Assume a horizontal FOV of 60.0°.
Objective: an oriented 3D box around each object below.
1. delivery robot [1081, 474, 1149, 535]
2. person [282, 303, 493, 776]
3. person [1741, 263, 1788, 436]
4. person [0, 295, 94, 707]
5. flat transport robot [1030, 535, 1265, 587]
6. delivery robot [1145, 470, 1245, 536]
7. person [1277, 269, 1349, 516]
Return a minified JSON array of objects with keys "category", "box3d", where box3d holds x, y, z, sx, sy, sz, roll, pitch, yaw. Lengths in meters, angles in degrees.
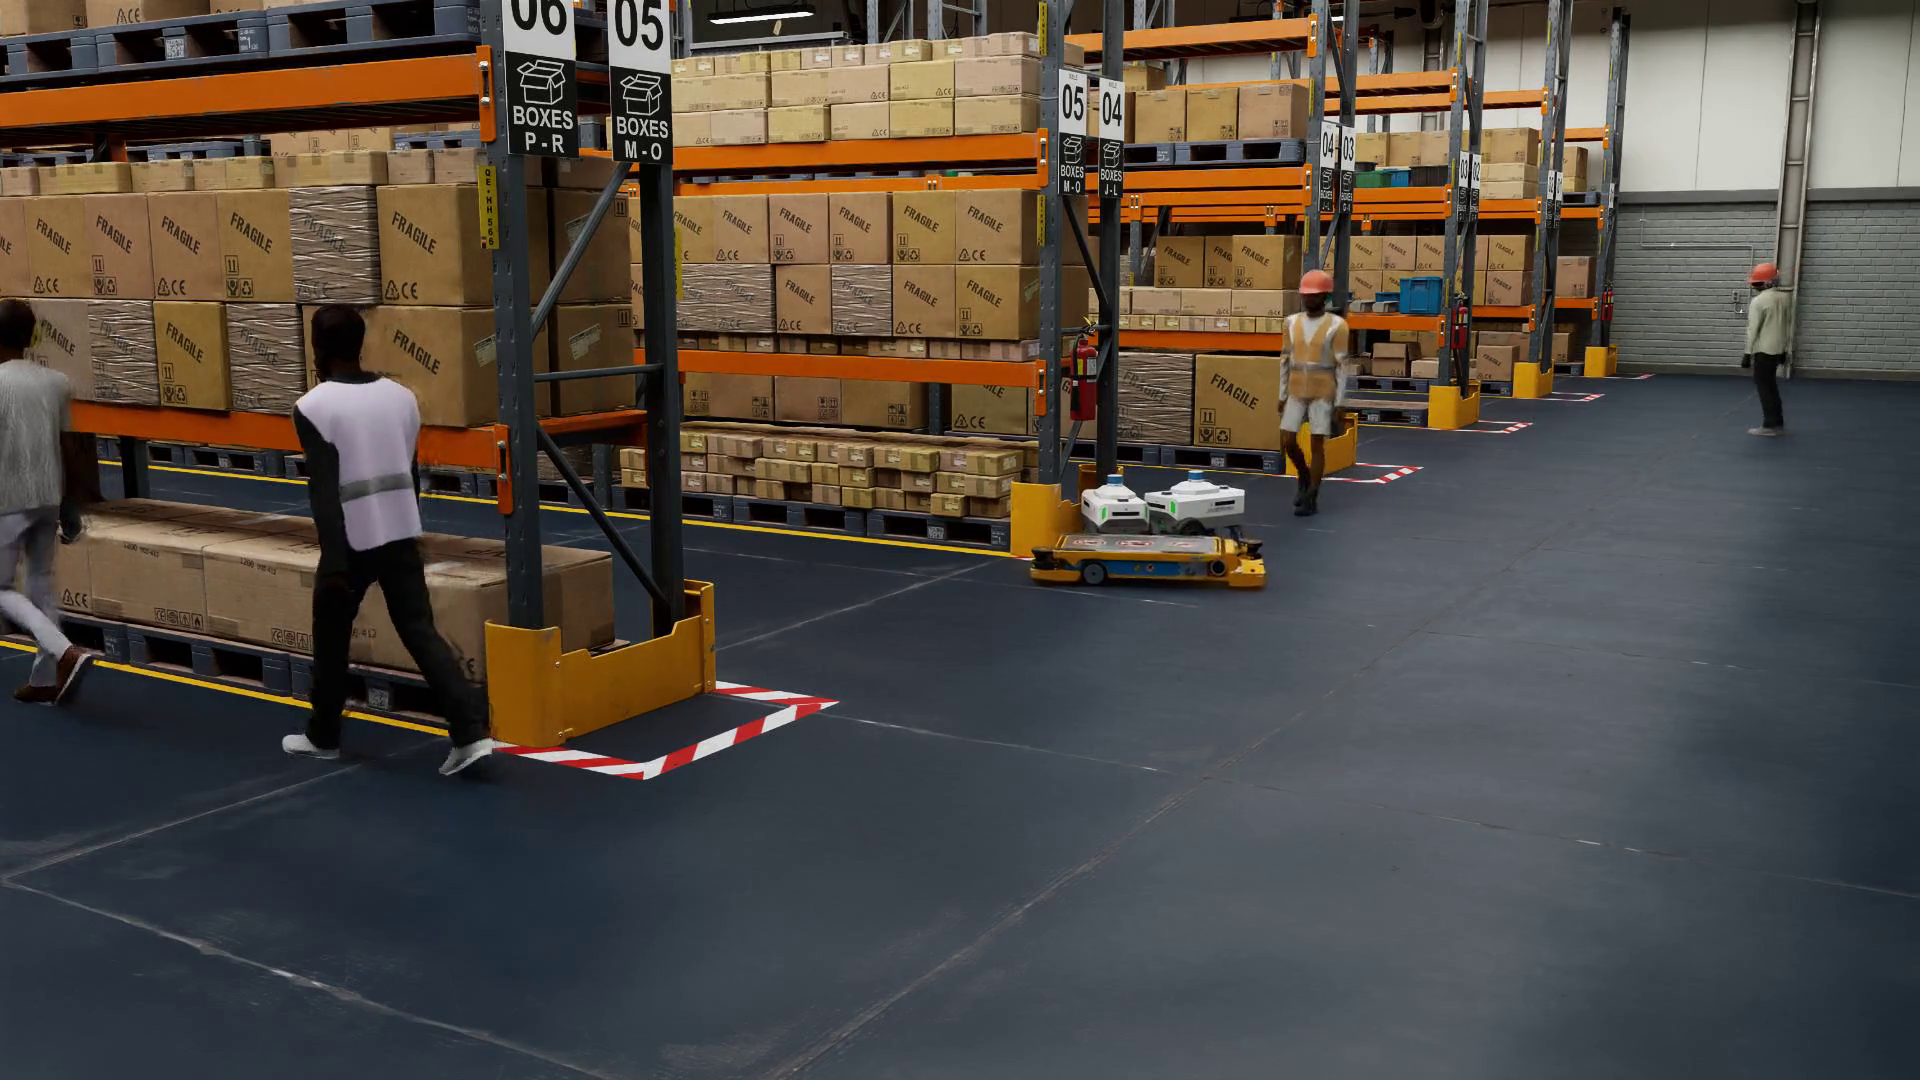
[{"category":"delivery robot","box3d":[1.042,-0.201,11.229,0.477,0.478,0.707,-1,10,-7]},{"category":"person","box3d":[-2.277,0.003,6.514,1.058,1.857,0.599,6,11,30]},{"category":"person","box3d":[9.123,-2.151,18.836,0.659,1.957,0.439,-7,12,-36]},{"category":"person","box3d":[-4.104,-0.144,7.349,0.568,1.859,0.529,5,11,25]},{"category":"flat transport robot","box3d":[1.188,0.116,10.478,1.431,0.197,0.652,1,10,9]},{"category":"delivery robot","box3d":[1.618,-0.236,11.432,0.707,0.478,0.477,-6,12,-34]},{"category":"person","box3d":[2.753,-1.148,13.031,0.563,1.928,0.423,6,12,33]}]
